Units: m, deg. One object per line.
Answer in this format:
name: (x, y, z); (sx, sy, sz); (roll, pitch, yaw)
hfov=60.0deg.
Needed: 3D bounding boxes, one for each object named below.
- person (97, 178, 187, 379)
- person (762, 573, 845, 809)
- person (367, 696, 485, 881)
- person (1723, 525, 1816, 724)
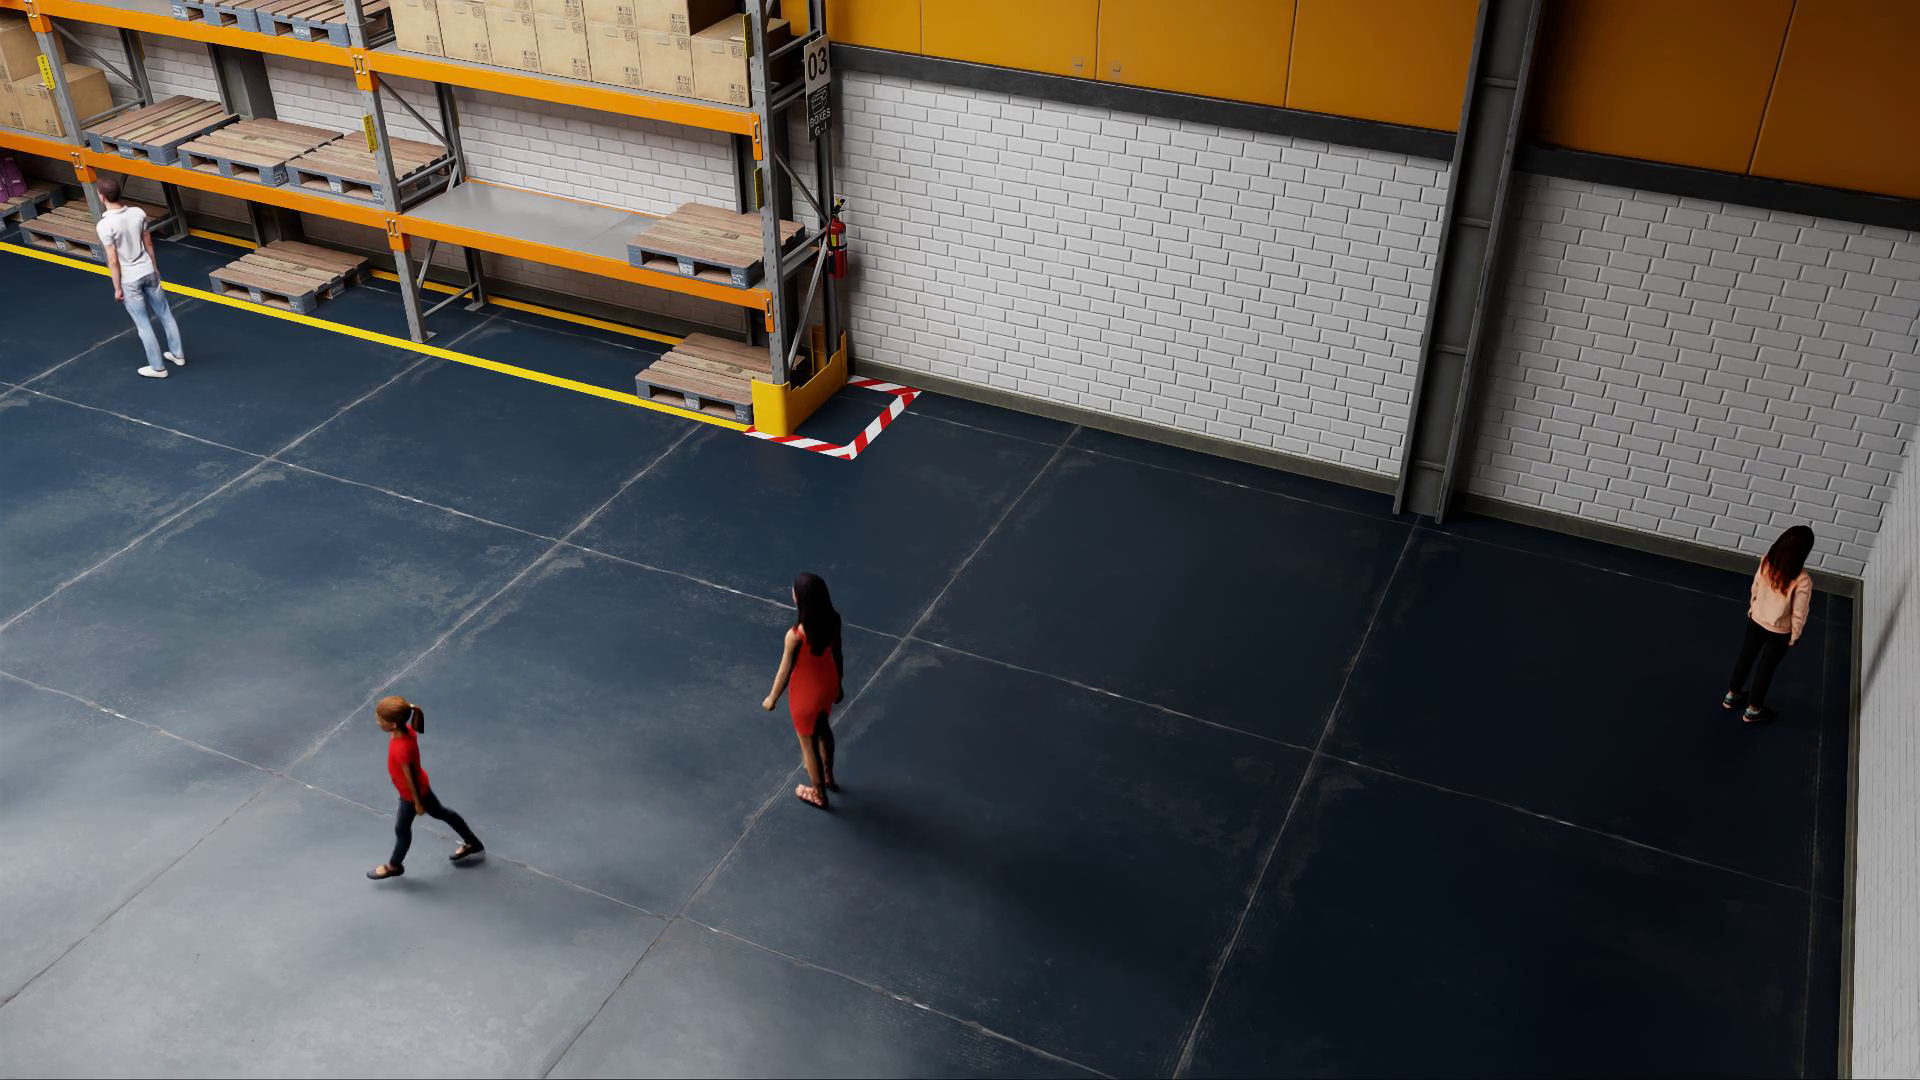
person: (-7.346, -2.345, 14.860); (0.533, 1.850, 0.644); (15, 37, 22)
person: (-0.853, 0.953, 10.023); (0.687, 1.714, 0.656); (24, 40, 31)
person: (-3.114, 1.432, 9.692); (0.943, 1.281, 0.850); (-9, 35, -13)
person: (5.306, 0.534, 10.865); (0.707, 1.479, 0.634); (-14, 36, -20)
